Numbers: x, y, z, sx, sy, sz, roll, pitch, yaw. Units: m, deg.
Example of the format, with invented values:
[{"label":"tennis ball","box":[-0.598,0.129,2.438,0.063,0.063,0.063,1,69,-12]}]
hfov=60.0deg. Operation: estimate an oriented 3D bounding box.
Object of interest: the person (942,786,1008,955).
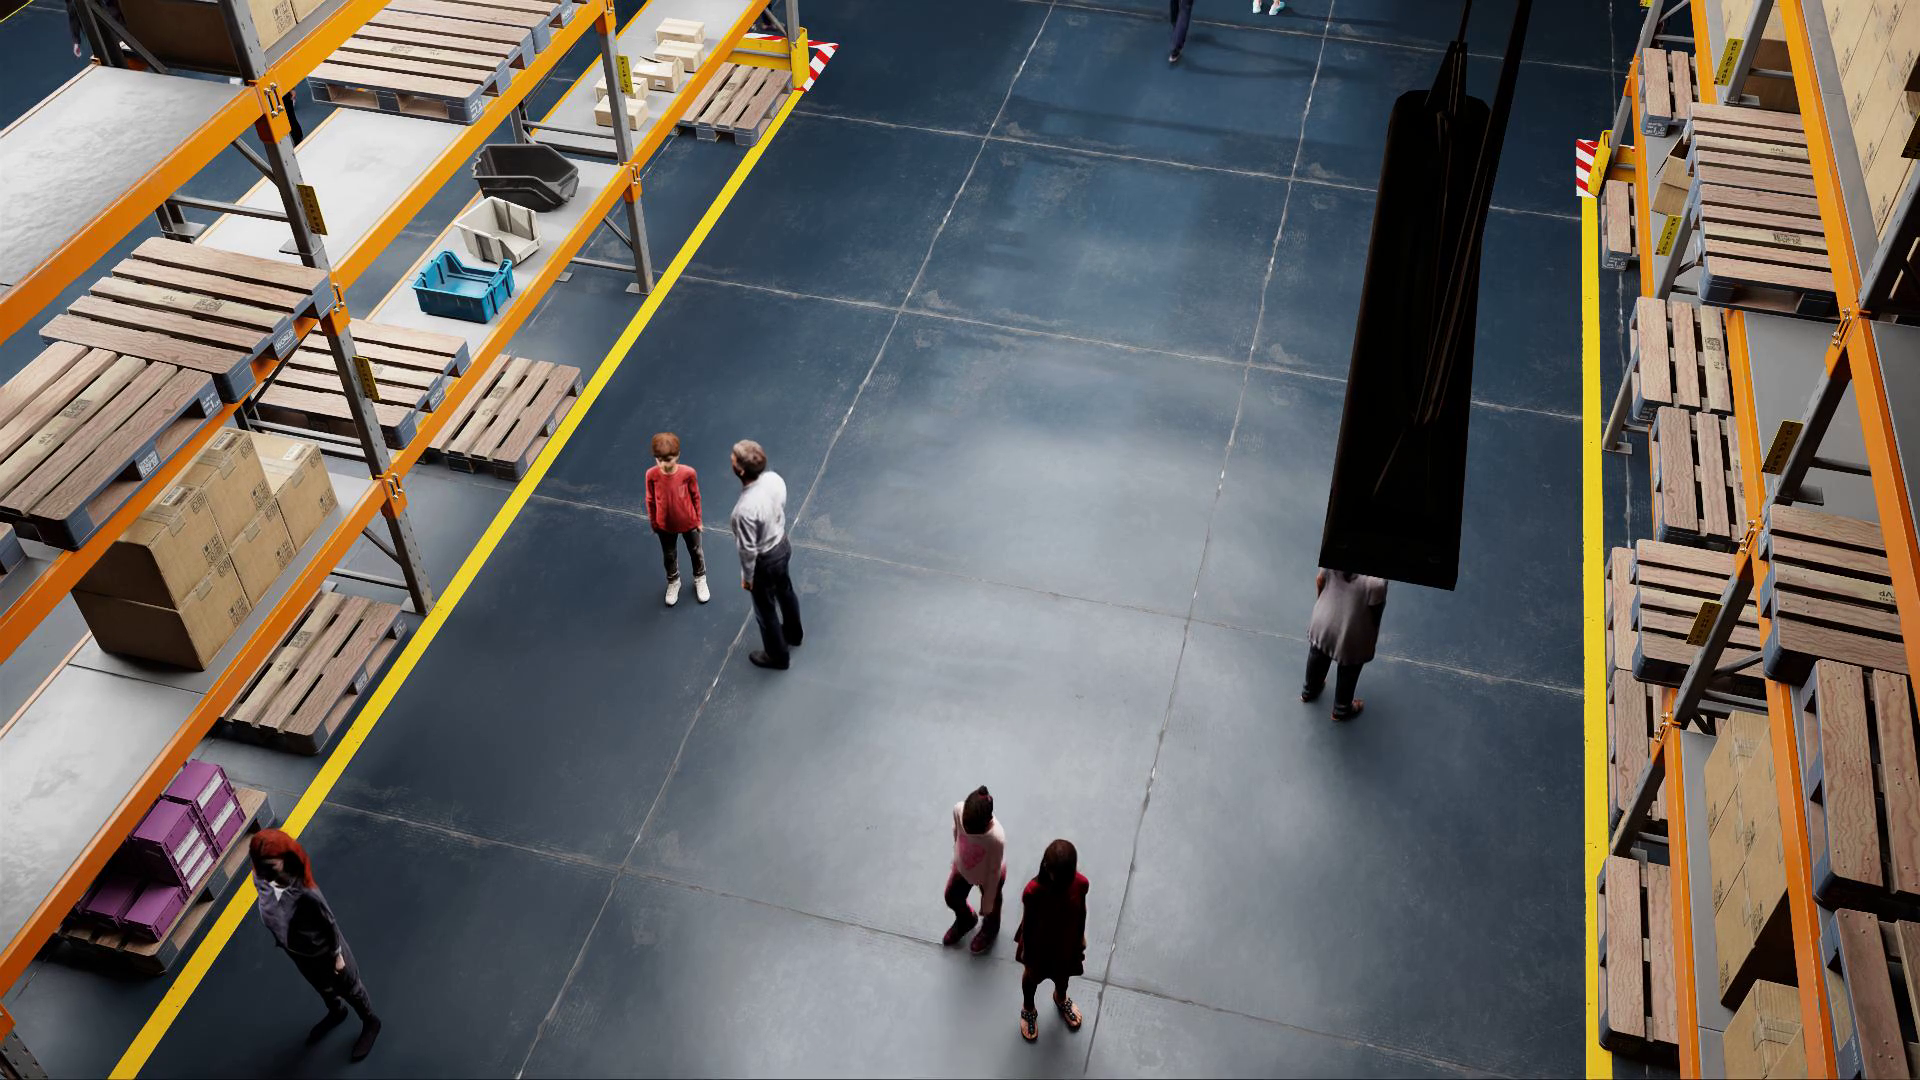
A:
[{"label":"person","box":[0.153,1.787,9.329,0.634,1.444,0.664,28,50,26]}]

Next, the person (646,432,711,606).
[{"label":"person","box":[-1.939,-0.155,11.387,0.585,1.417,0.596,-4,44,-5]}]

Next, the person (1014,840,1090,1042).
[{"label":"person","box":[0.496,2.109,8.911,0.669,1.555,0.730,-13,45,-13]}]

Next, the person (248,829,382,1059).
[{"label":"person","box":[-3.410,2.110,8.749,0.606,1.776,0.554,17,46,17]}]

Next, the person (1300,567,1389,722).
[{"label":"person","box":[2.447,0.499,10.560,0.804,1.610,0.759,-35,53,-31]}]

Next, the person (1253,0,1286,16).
[{"label":"person","box":[3.384,-6.512,17.808,0.599,1.765,0.618,14,45,15]}]

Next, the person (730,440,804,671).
[{"label":"person","box":[-1.260,0.101,10.831,0.735,1.813,0.556,16,46,16]}]

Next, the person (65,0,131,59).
[{"label":"person","box":[-8.158,-4.819,16.007,0.851,1.798,1.163,2,44,2]}]
